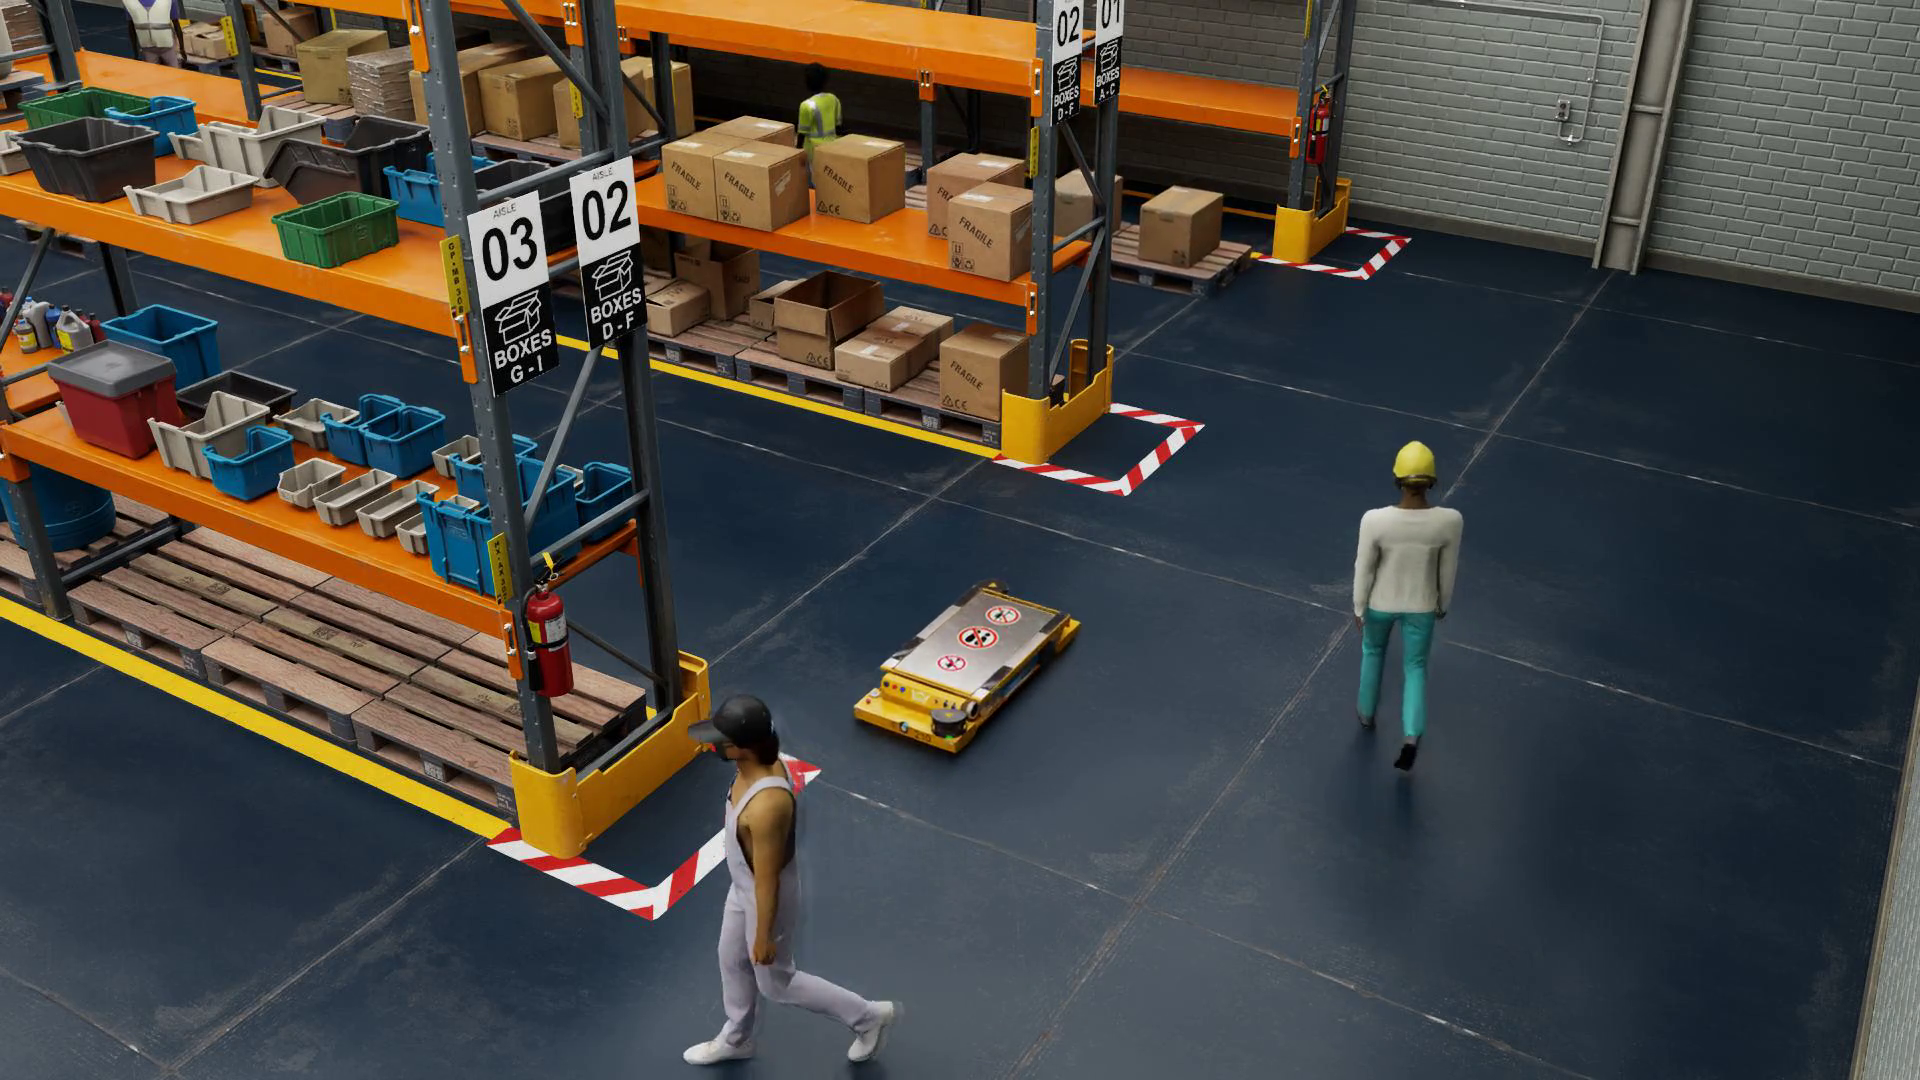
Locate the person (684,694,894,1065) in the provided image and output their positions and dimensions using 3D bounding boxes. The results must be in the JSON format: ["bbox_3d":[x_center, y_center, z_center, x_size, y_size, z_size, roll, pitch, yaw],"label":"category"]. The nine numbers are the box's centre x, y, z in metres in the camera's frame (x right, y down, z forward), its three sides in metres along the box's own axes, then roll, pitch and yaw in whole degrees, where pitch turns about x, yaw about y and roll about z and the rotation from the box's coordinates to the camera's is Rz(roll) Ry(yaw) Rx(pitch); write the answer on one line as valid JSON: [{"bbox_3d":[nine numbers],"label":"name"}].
[{"bbox_3d":[-0.722,1.375,6.557,0.793,1.833,0.521,-5,30,-9],"label":"person"}]

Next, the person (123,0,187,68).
[{"bbox_3d":[-9.237,-5.667,19.182,0.570,1.843,0.375,-7,30,-12],"label":"person"}]

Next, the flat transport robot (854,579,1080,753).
[{"bbox_3d":[0.066,0.684,9.407,0.659,0.231,1.431,16,33,27],"label":"flat transport robot"}]

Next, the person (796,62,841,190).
[{"bbox_3d":[-1.411,-3.679,15.794,0.716,1.671,0.539,14,32,24],"label":"person"}]

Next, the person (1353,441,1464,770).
[{"bbox_3d":[2.266,0.345,8.513,0.524,1.740,0.709,4,29,8],"label":"person"}]
